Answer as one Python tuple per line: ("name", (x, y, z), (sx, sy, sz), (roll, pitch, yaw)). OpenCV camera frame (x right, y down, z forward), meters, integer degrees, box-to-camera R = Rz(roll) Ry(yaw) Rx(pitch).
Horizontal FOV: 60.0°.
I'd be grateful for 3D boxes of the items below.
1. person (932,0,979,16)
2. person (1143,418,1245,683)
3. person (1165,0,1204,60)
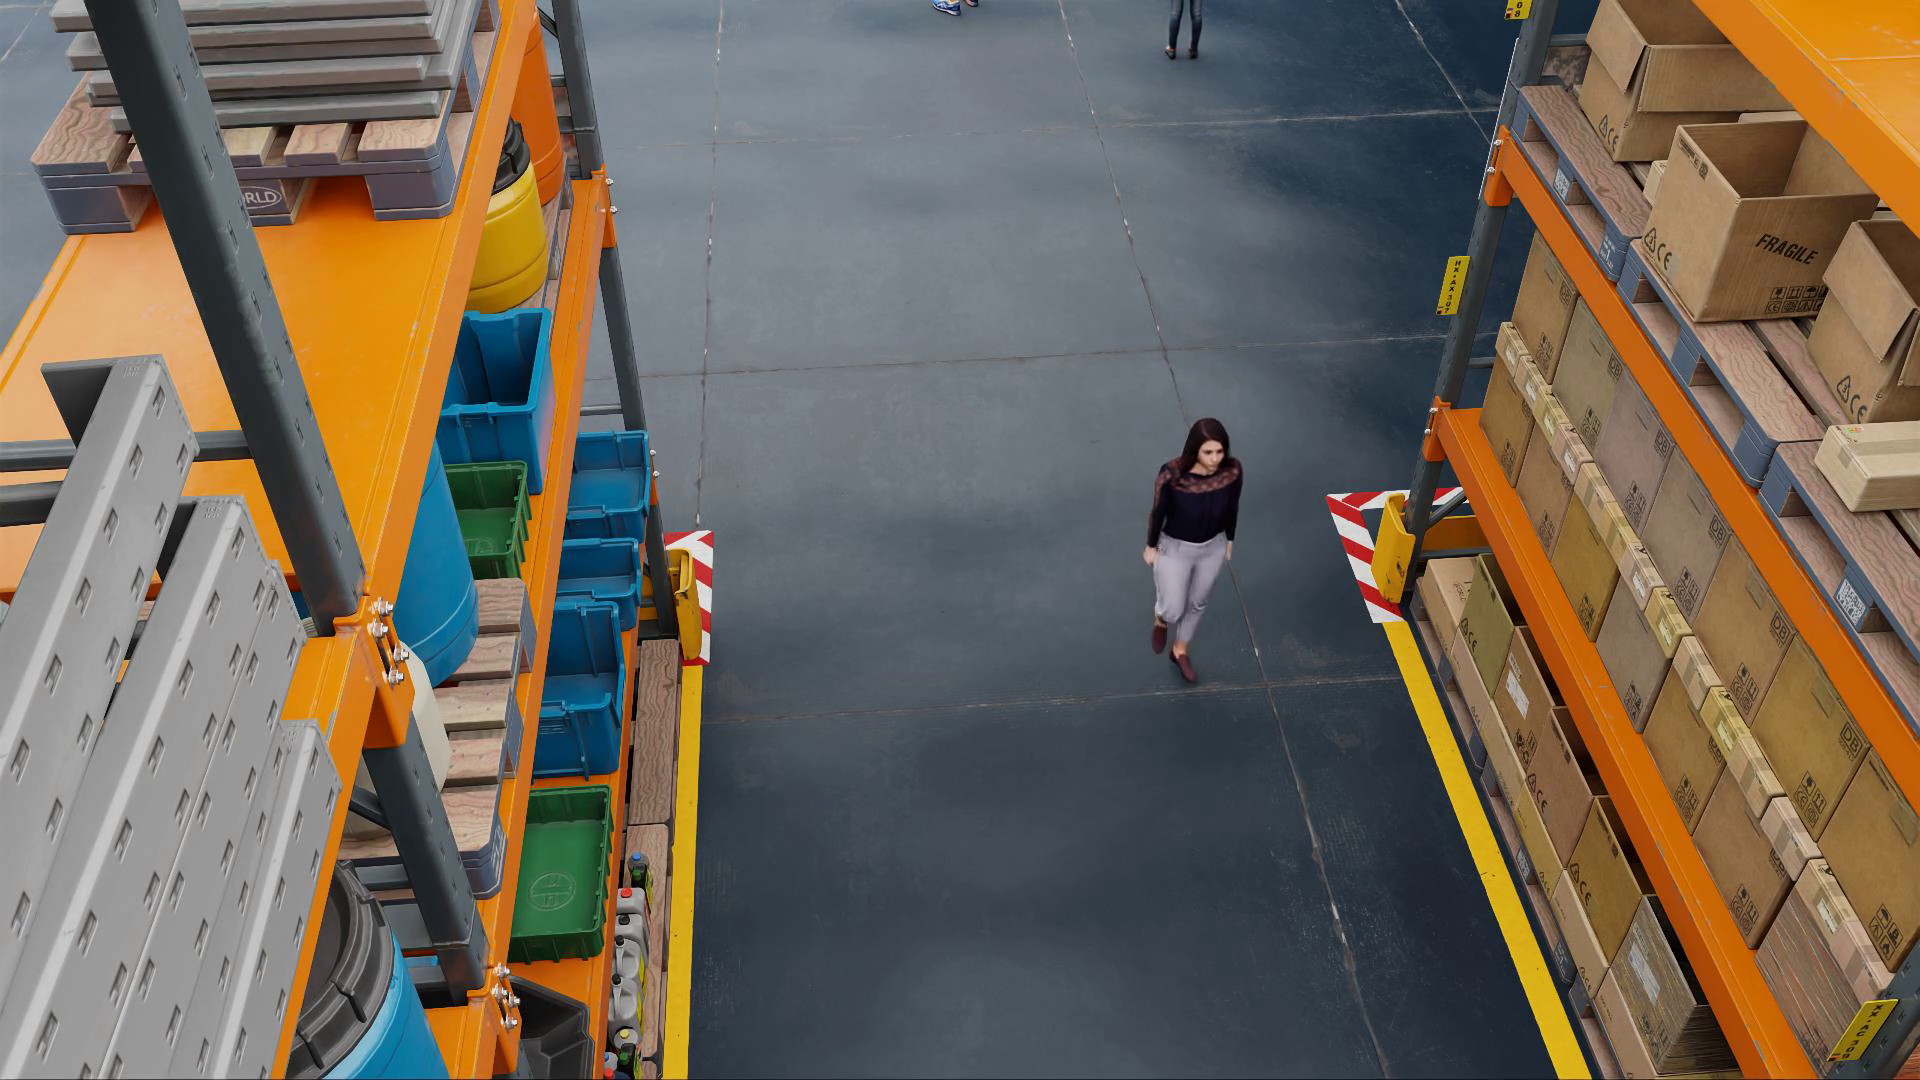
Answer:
("person", (-0.025, -5.421, 14.107), (0.702, 1.866, 0.739), (-32, 51, -30))
("person", (1.135, 0.018, 8.314), (0.653, 1.600, 0.657), (-8, 43, -9))
("person", (1.874, -4.582, 13.598), (0.487, 1.308, 0.487), (0, 42, 0))
